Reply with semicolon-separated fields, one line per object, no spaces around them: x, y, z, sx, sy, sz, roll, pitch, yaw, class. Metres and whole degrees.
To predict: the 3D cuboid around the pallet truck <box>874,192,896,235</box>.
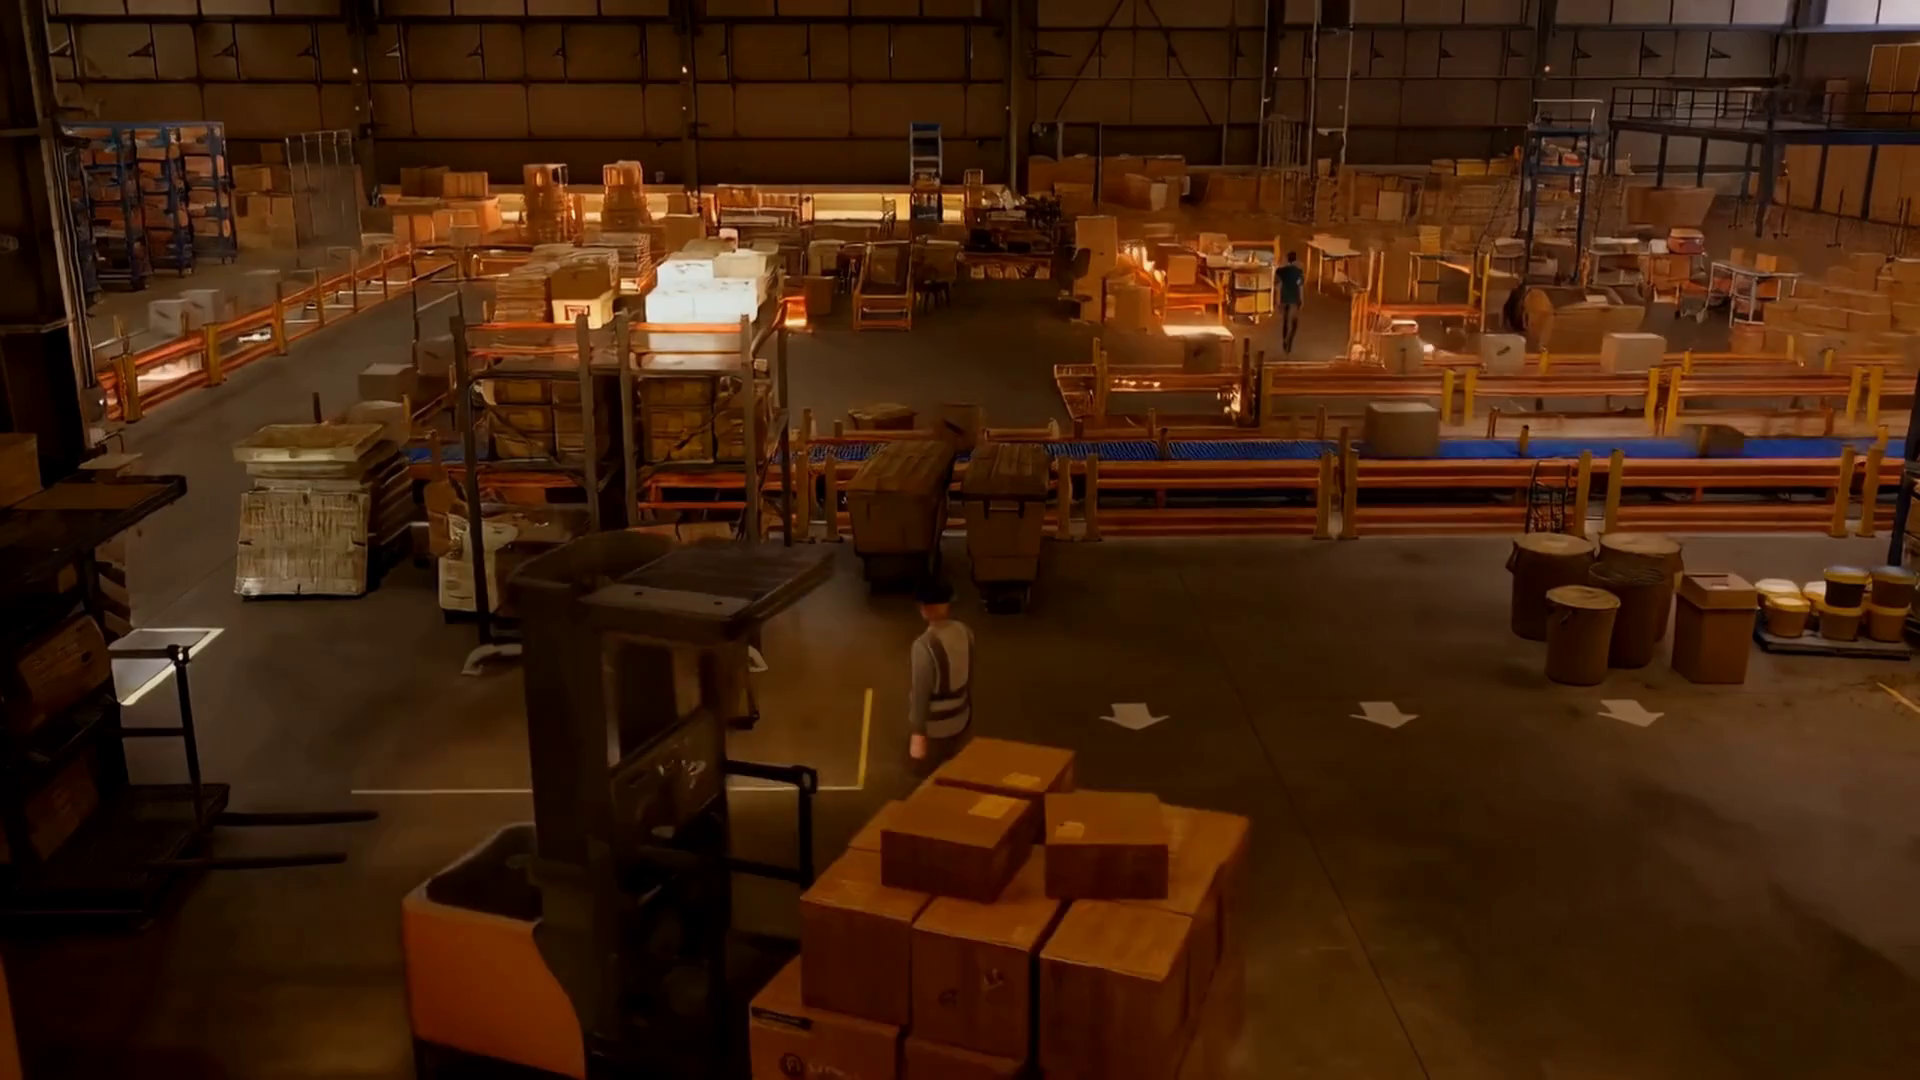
-2.277;-9.986;50.594;0.653;1.274;1.630;0;16;-1;pallet truck

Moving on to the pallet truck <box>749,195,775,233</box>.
-6.051;-9.967;50.660;0.680;1.201;1.601;0;16;-1;pallet truck

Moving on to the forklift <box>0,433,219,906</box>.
-5.952;0.780;10.366;1.873;2.768;1.129;0;16;-1;forklift

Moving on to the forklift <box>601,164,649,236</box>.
-9.948;-10.127;49.296;1.157;1.987;2.680;-1;16;-3;forklift

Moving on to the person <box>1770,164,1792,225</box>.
26.354;-11.092;53.356;0.549;1.914;0.705;-6;17;-20;person

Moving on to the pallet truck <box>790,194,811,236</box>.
-4.814;-9.883;50.259;0.704;1.261;1.522;-1;16;-3;pallet truck

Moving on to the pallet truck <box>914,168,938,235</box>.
-0.989;-10.316;50.507;0.823;1.965;1.885;1;16;3;pallet truck

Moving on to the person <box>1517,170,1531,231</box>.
17.368;-10.406;51.020;0.586;1.883;0.340;0;16;-1;person

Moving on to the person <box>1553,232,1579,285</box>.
12.302;-5.415;33.912;0.484;1.740;0.535;14;21;40;person

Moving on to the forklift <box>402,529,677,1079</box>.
-1.744;1.399;8.215;1.873;2.768;1.129;6;17;20;forklift

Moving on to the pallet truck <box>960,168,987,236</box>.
0.383;-10.230;50.206;0.823;1.965;1.885;-1;16;-3;pallet truck

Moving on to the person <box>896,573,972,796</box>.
-0.153;1.146;10.767;0.439;1.936;0.640;9;19;30;person

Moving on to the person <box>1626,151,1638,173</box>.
24.454;-13.251;60.833;0.595;1.925;0.374;0;16;-1;person

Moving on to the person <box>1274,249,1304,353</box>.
5.857;-4.254;29.697;0.517;1.858;0.402;4;17;15;person

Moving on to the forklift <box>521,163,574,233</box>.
-12.233;-10.122;49.298;1.157;1.987;2.680;0;16;-1;forklift
